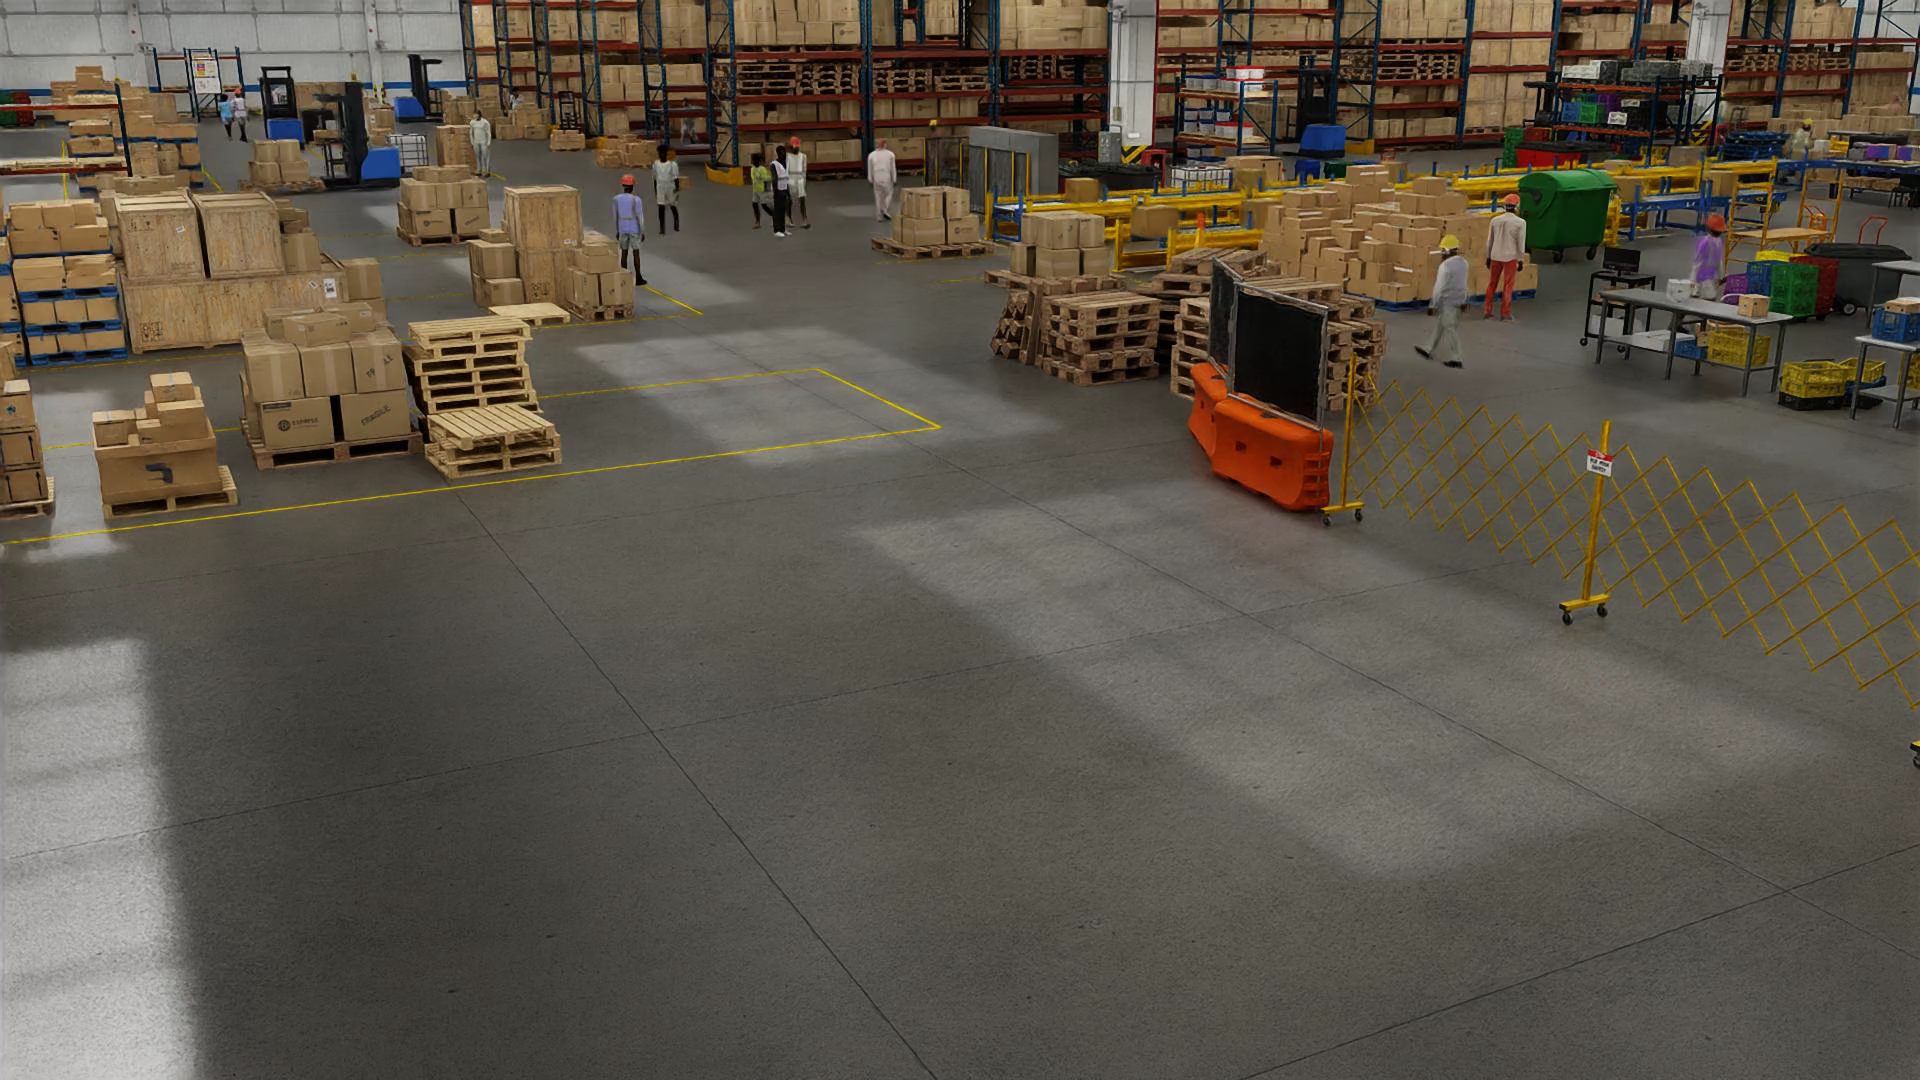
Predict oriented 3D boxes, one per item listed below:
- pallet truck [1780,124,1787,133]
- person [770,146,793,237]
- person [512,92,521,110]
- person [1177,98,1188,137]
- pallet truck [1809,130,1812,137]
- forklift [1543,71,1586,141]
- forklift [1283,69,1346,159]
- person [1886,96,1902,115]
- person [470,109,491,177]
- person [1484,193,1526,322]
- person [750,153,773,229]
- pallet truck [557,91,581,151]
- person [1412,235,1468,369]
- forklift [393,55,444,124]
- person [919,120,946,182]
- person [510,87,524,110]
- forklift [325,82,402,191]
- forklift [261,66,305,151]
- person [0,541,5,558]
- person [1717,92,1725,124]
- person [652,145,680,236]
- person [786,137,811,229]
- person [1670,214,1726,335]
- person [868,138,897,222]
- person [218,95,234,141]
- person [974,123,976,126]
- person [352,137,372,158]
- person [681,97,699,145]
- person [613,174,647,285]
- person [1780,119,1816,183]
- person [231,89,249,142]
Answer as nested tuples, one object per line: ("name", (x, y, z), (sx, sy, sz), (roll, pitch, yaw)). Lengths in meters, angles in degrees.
("pallet truck", (25.206, -12.542, 52.601), (1.601, 1.201, 0.680), (0, 18, -2))
("person", (-3.861, -7.505, 35.780), (0.392, 1.920, 0.587), (8, 20, 25))
("person", (-17.148, -16.620, 64.697), (0.761, 1.614, 0.502), (-13, 22, -35))
("person", (8.279, -15.762, 61.984), (0.507, 1.631, 0.266), (-10, 20, -28))
("pallet truck", (25.526, -11.556, 49.408), (1.630, 1.274, 0.653), (-9, 20, -26))
("forklift", (18.685, -13.231, 52.085), (1.873, 2.768, 1.129), (-9, 20, -26))
("forklift", (11.615, -13.871, 54.079), (1.129, 2.768, 1.873), (-9, 20, -27))
("person", (31.686, -14.105, 56.429), (0.742, 1.873, 0.633), (-7, 19, -21))
("person", (-13.877, -11.484, 48.154), (0.635, 1.937, 0.352), (4, 18, 13))
("person", (8.572, -4.439, 26.140), (0.428, 1.982, 0.630), (-15, 23, -39))
("person", (-4.391, -7.780, 37.042), (0.552, 1.668, 0.592), (16, 24, 41))
("pallet truck", (-13.495, -14.412, 57.188), (0.823, 1.965, 1.885), (-3, 18, -9))
("person", (6.617, -3.284, 22.826), (0.915, 1.785, 0.628), (17, 24, 42))
("forklift", (-22.923, -19.034, 70.174), (1.873, 2.768, 1.129), (-9, 20, -26))
("person", (-0.778, -10.909, 46.695), (0.865, 1.729, 0.525), (-3, 18, -9))
("person", (-17.690, -17.241, 66.489), (0.537, 1.697, 0.320), (-8, 20, -24))
("forklift", (-16.190, -10.896, 44.803), (1.873, 2.768, 1.129), (-9, 20, -26))
("forklift", (-23.240, -14.778, 56.907), (1.129, 2.768, 1.873), (-9, 20, -26))
("person", (-8.661, -0.641, 14.386), (0.452, 1.907, 0.603), (6, 19, 19))
("person", (27.984, -15.653, 61.435), (0.363, 1.751, 0.548), (-7, 19, -21))
("person", (-6.344, -7.601, 36.048), (0.607, 1.940, 0.860), (2, 18, 6))
("person", (-3.627, -7.905, 36.909), (0.630, 1.990, 1.051), (-8, 20, -25))
("person", (11.097, -3.897, 24.637), (1.015, 1.854, 0.638), (16, 23, 40))
("person", (-1.774, -8.289, 38.271), (0.680, 1.889, 0.504), (2, 18, 8))
("person", (-27.162, -15.647, 61.594), (0.538, 1.653, 0.867), (-14, 23, -38))
("person", (0.303, -13.169, 53.335), (0.506, 1.980, 0.639), (-6, 19, -17))
("person", (-16.238, -10.402, 45.259), (0.515, 1.641, 0.314), (-6, 19, -19))
("person", (-9.082, -13.813, 55.506), (0.632, 1.888, 1.026), (13, 22, 35))
("person", (-5.845, -5.489, 29.468), (0.550, 1.935, 0.376), (4, 18, 12))
("person", (23.562, -10.888, 46.583), (0.615, 1.762, 0.967), (-13, 22, -36))
("person", (-26.305, -15.527, 60.828), (0.555, 1.903, 0.962), (-15, 23, -38))
